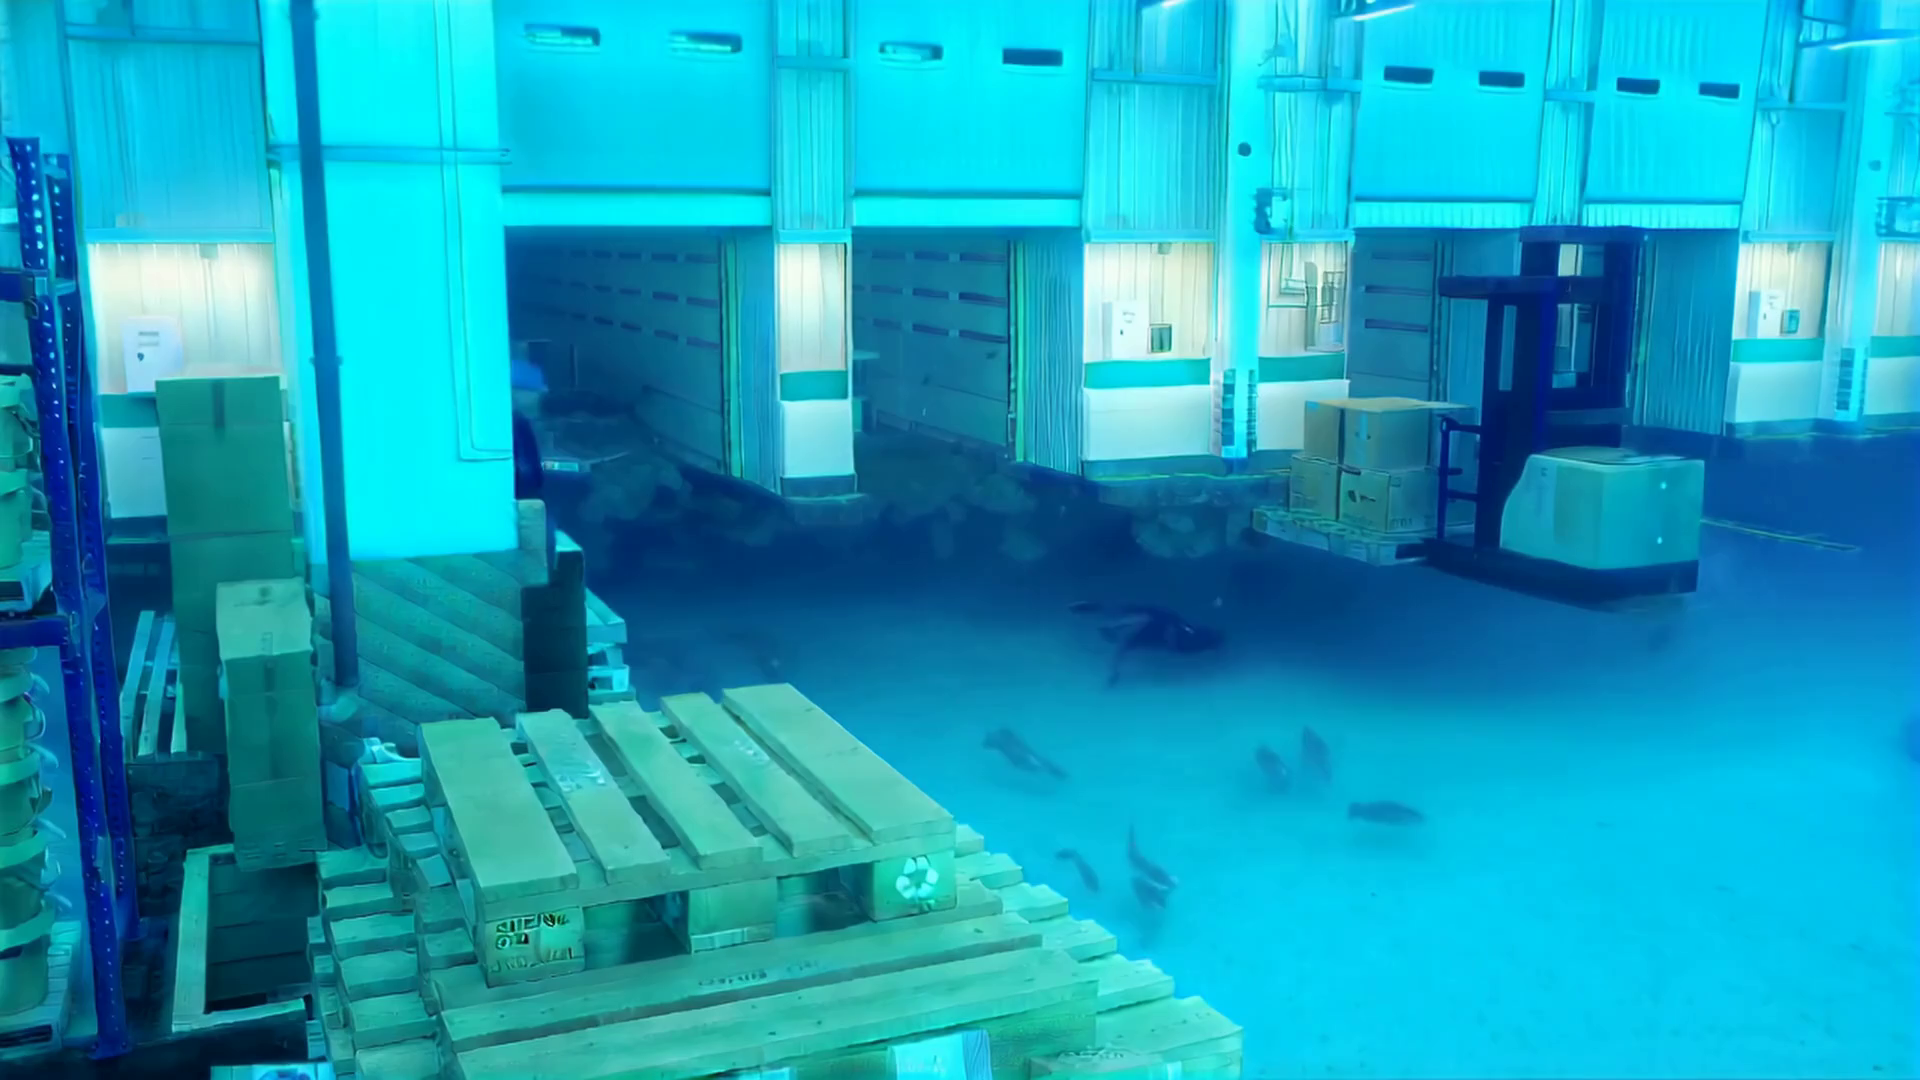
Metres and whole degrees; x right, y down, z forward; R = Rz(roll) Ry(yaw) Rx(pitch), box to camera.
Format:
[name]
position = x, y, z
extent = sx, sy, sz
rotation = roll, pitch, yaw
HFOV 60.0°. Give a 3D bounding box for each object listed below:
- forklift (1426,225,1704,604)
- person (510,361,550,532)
[forklift]
position = 4.755, -1.046, 12.953
extent = 1.129, 2.768, 1.873
rotation = -4, 11, -23
[person]
position = -2.878, -0.271, 11.377
extent = 0.800, 1.901, 0.568
rotation = -3, 11, -14
